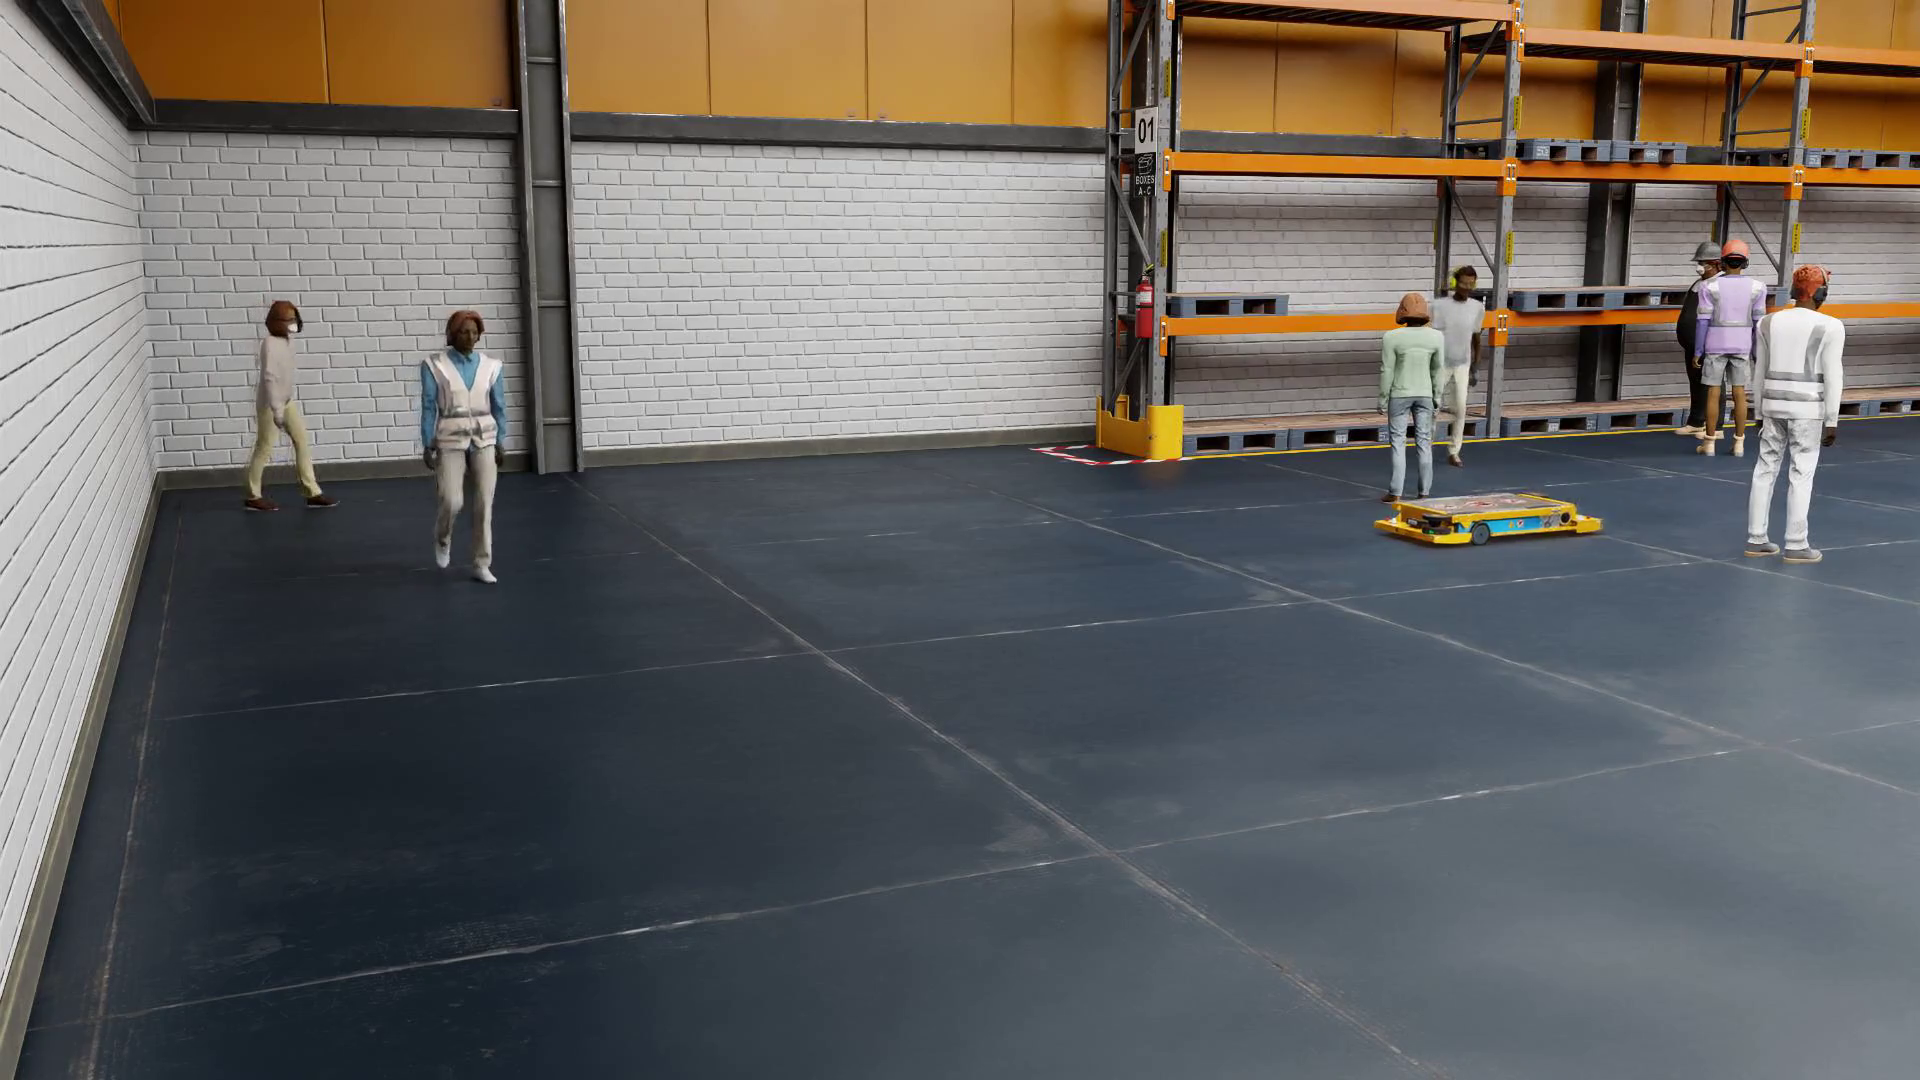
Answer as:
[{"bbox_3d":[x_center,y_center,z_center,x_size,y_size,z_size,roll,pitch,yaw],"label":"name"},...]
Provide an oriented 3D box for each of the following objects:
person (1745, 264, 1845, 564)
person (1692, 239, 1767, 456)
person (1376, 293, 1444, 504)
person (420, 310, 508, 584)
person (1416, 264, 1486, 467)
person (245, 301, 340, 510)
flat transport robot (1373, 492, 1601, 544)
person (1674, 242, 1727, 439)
[{"bbox_3d":[5.278,-0.790,10.513,0.339,1.881,0.573,-7,12,-33],"label":"person"},{"bbox_3d":[7.251,-1.809,15.731,0.615,2.040,0.391,2,10,9],"label":"person"},{"bbox_3d":[3.464,-1.079,12.808,0.508,1.631,0.265,-1,10,-7],"label":"person"},{"bbox_3d":[-2.953,-0.558,9.893,0.519,1.624,0.450,-7,12,-34],"label":"person"},{"bbox_3d":[4.490,-1.605,15.212,0.513,1.828,0.753,1,10,4],"label":"person"},{"bbox_3d":[-5.051,-0.990,12.434,0.796,1.578,0.506,1,10,5],"label":"person"},{"bbox_3d":[3.644,-0.162,11.491,1.431,0.197,0.652,-4,11,-23],"label":"flat transport robot"},{"bbox_3d":[7.681,-2.070,17.191,0.536,2.000,0.683,-1,10,-6],"label":"person"}]
